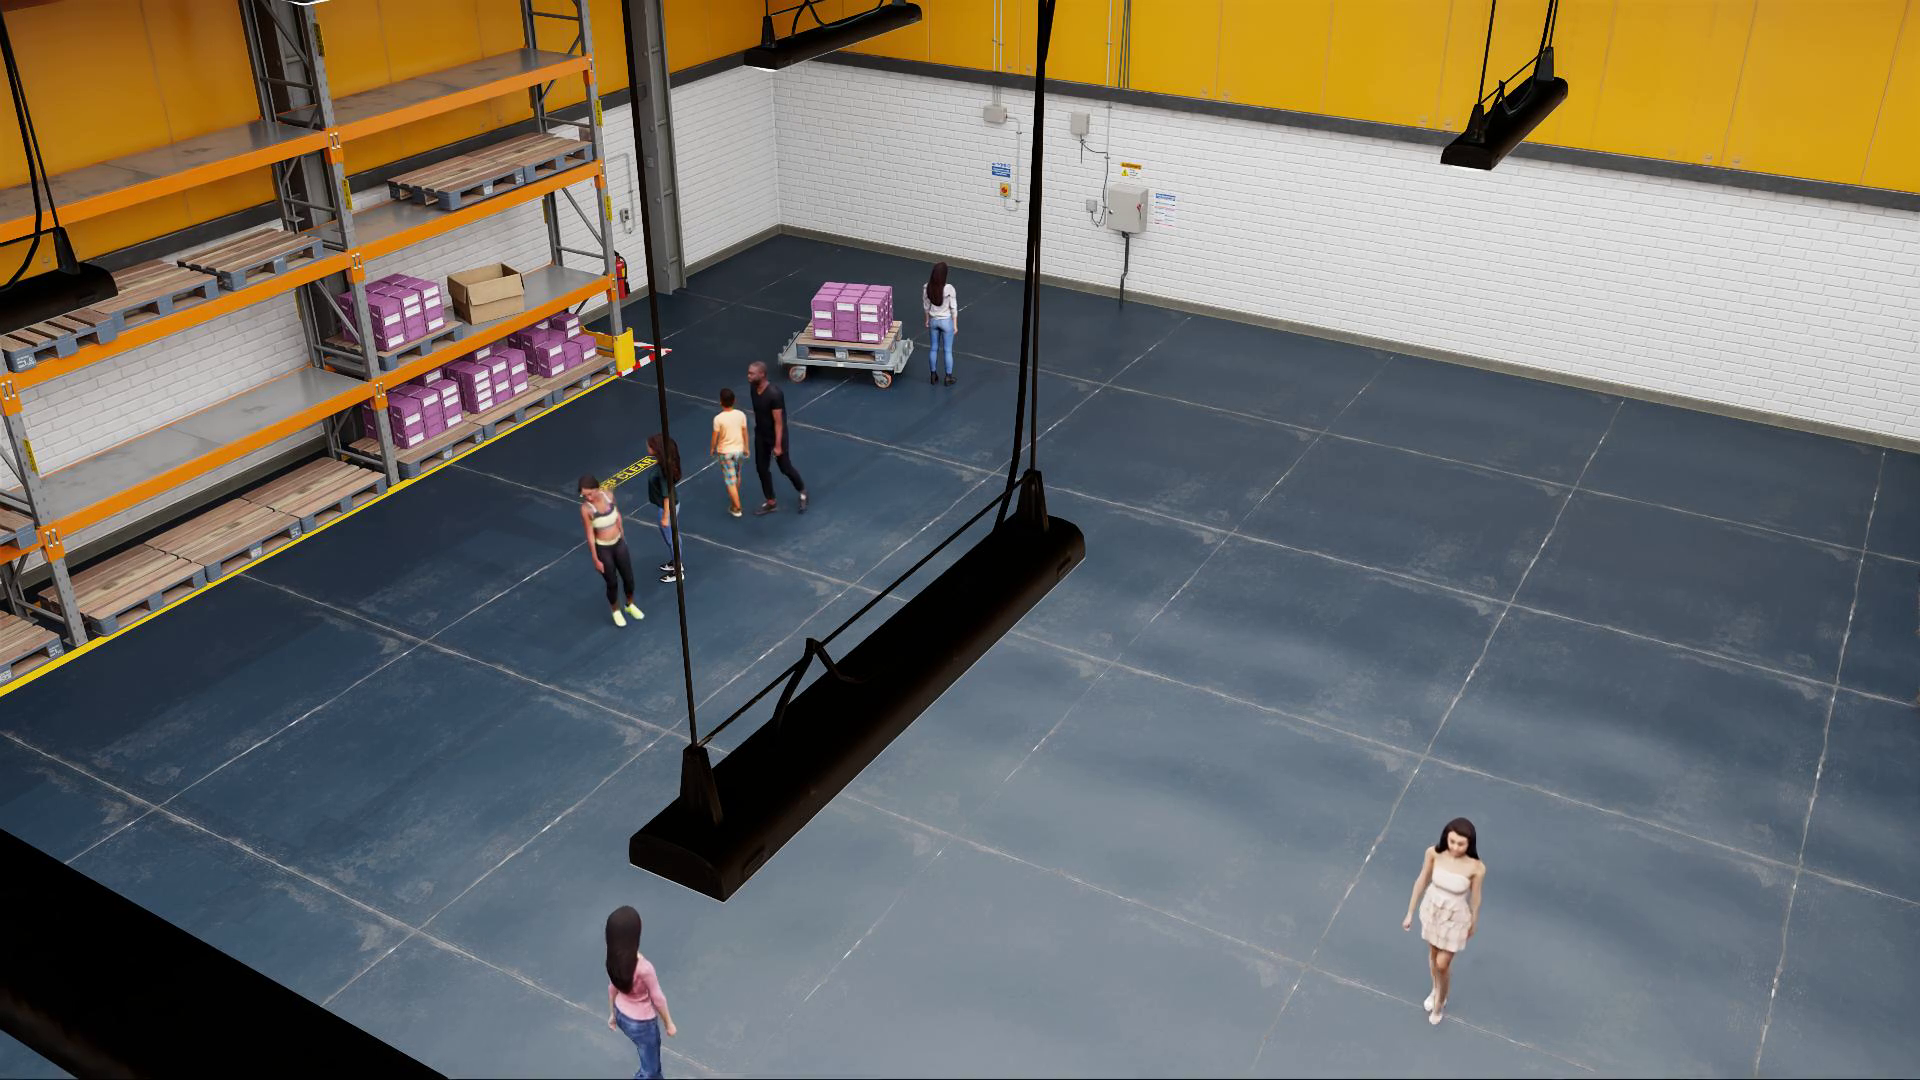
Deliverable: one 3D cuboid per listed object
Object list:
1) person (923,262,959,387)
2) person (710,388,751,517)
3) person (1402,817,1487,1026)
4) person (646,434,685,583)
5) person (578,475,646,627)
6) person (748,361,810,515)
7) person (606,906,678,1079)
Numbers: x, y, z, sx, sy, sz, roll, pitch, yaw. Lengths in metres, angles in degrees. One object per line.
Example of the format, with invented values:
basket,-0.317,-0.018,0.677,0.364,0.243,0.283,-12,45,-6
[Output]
person,-0.246,-2.778,21.340,0.629,1.633,0.548,11,31,19
person,-2.479,-0.934,18.159,0.864,1.441,0.831,-15,32,-26
person,3.370,2.561,11.459,0.631,1.722,0.650,21,35,33
person,-2.967,-0.343,16.893,0.769,1.616,0.689,-2,29,-3
person,-3.388,0.087,16.016,0.809,1.702,0.622,17,33,28
person,-1.986,-1.120,18.137,0.816,1.790,0.986,23,36,36
person,-2.090,3.082,10.502,0.696,1.724,1.061,23,36,36
